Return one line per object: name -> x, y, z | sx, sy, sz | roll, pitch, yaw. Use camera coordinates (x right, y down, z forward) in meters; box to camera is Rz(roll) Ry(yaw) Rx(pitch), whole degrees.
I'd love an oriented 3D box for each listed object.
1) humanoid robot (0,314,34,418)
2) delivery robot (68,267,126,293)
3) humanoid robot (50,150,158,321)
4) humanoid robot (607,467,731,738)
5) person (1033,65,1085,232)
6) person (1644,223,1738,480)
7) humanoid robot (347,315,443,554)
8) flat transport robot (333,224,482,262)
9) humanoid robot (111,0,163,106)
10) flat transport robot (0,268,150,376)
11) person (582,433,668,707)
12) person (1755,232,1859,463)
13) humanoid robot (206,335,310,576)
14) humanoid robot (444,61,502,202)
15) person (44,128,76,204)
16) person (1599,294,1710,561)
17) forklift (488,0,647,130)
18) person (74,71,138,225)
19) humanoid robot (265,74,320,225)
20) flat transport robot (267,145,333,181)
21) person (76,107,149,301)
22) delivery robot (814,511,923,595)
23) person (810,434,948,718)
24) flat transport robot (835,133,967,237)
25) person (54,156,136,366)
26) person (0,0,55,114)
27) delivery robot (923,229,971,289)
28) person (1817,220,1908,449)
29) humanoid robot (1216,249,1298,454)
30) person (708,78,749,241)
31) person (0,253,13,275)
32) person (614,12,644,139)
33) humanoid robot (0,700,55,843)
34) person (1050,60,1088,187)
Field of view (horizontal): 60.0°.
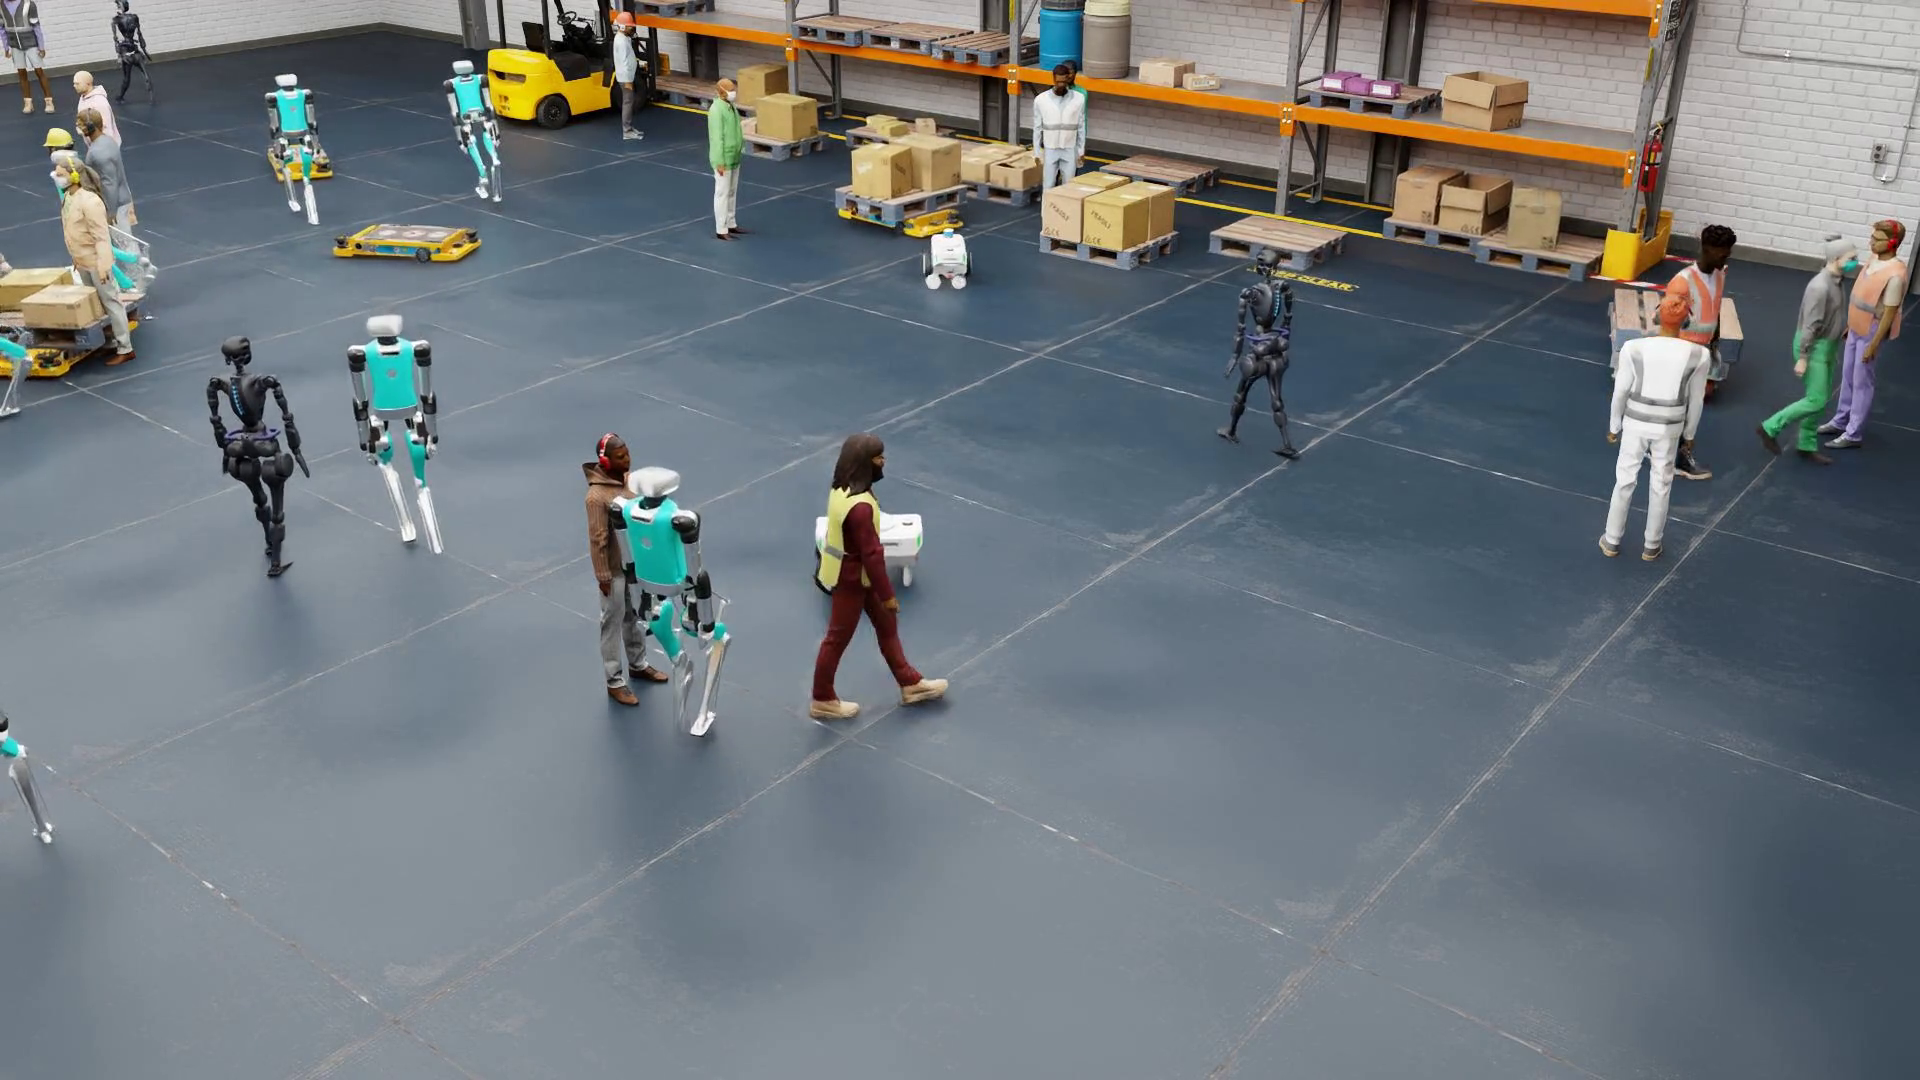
humanoid robot -> -7.972, -1.813, 13.704 | 0.693, 1.854, 0.542 | -15, 29, -28
delivery robot -> -8.524, -2.462, 16.362 | 0.499, 0.614, 0.814 | -21, 33, -36
humanoid robot -> -7.979, -2.805, 15.739 | 0.842, 1.801, 0.553 | -10, 28, -20
humanoid robot -> -1.488, 0.382, 9.186 | 0.535, 1.865, 0.771 | 11, 28, 22
person -> 1.120, -4.418, 18.840 | 0.595, 1.909, 0.410 | -3, 26, -6
person -> 5.628, -1.430, 12.617 | 0.610, 1.929, 0.844 | -20, 32, -35
humanoid robot -> -3.862, -0.739, 11.442 | 0.543, 1.789, 0.805 | -10, 27, -19
flat transport robot -> -6.099, -3.281, 18.365 | 1.431, 0.231, 0.659 | 4, 26, 8
humanoid robot -> -12.751, -7.493, 25.527 | 0.764, 1.636, 0.616 | 9, 27, 18
flat transport robot -> -8.290, -1.835, 15.371 | 0.659, 0.231, 1.431 | 2, 26, 4
person -> -1.972, 0.150, 9.666 | 0.333, 1.651, 0.460 | 12, 28, 24
person -> 6.618, -1.465, 12.804 | 0.526, 1.830, 0.553 | 20, 32, 35
humanoid robot -> -4.704, -0.605, 11.210 | 0.600, 1.643, 0.560 | 1, 26, 2
humanoid robot -> -5.713, -4.773, 19.799 | 0.566, 1.735, 1.058 | -13, 29, -25
person -> -8.696, -3.173, 16.419 | 0.323, 1.769, 0.523 | -5, 26, -11
person -> 4.692, -0.754, 11.279 | 0.574, 1.882, 0.356 | 9, 27, 17
forklift -> -5.874, -7.334, 24.552 | 1.214, 2.155, 2.313 | 19, 32, 34
person -> -9.860, -4.508, 19.178 | 0.526, 1.775, 0.408 | 19, 32, 34
humanoid robot -> -7.813, -4.584, 19.444 | 0.530, 1.771, 0.993 | -16, 30, -30
flat transport robot -> -8.692, -4.976, 21.875 | 0.659, 0.231, 1.431 | -12, 28, -23
person -> -8.414, -3.318, 16.524 | 0.353, 1.937, 0.634 | -10, 27, -19
delivery robot -> -0.641, 0.042, 11.173 | 0.782, 0.610, 0.513 | -1, 26, -3
person -> -0.467, 0.227, 9.413 | 0.900, 1.732, 0.482 | -1, 26, -2
flat transport robot -> -0.696, -3.809, 19.458 | 1.431, 0.231, 0.659 | 23, 34, 39
person -> -7.761, -2.507, 14.918 | 0.555, 1.877, 0.406 | 20, 32, 35
person -> -14.034, -7.415, 24.908 | 0.601, 2.034, 0.414 | -3, 26, -7
delivery robot -> -0.123, -2.947, 17.363 | 0.502, 0.611, 0.782 | -2, 26, -3
person -> 7.153, -1.617, 13.105 | 0.390, 1.846, 0.566 | 3, 26, 6
humanoid robot -> 2.382, -1.478, 13.062 | 0.593, 1.629, 0.768 | -15, 30, -28
person -> -2.618, -4.280, 18.695 | 0.384, 1.781, 0.550 | 7, 27, 14
person -> -9.004, -2.482, 14.940 | 0.855, 1.836, 0.783 | 6, 26, 12
person -> -4.672, -6.537, 23.420 | 0.348, 1.738, 0.572 | -5, 26, -10
humanoid robot -> -4.907, 0.834, 8.172 | 0.530, 1.787, 0.799 | -6, 26, -12
person -> 1.233, -4.647, 19.379 | 0.497, 1.849, 0.395 | -5, 26, -10
